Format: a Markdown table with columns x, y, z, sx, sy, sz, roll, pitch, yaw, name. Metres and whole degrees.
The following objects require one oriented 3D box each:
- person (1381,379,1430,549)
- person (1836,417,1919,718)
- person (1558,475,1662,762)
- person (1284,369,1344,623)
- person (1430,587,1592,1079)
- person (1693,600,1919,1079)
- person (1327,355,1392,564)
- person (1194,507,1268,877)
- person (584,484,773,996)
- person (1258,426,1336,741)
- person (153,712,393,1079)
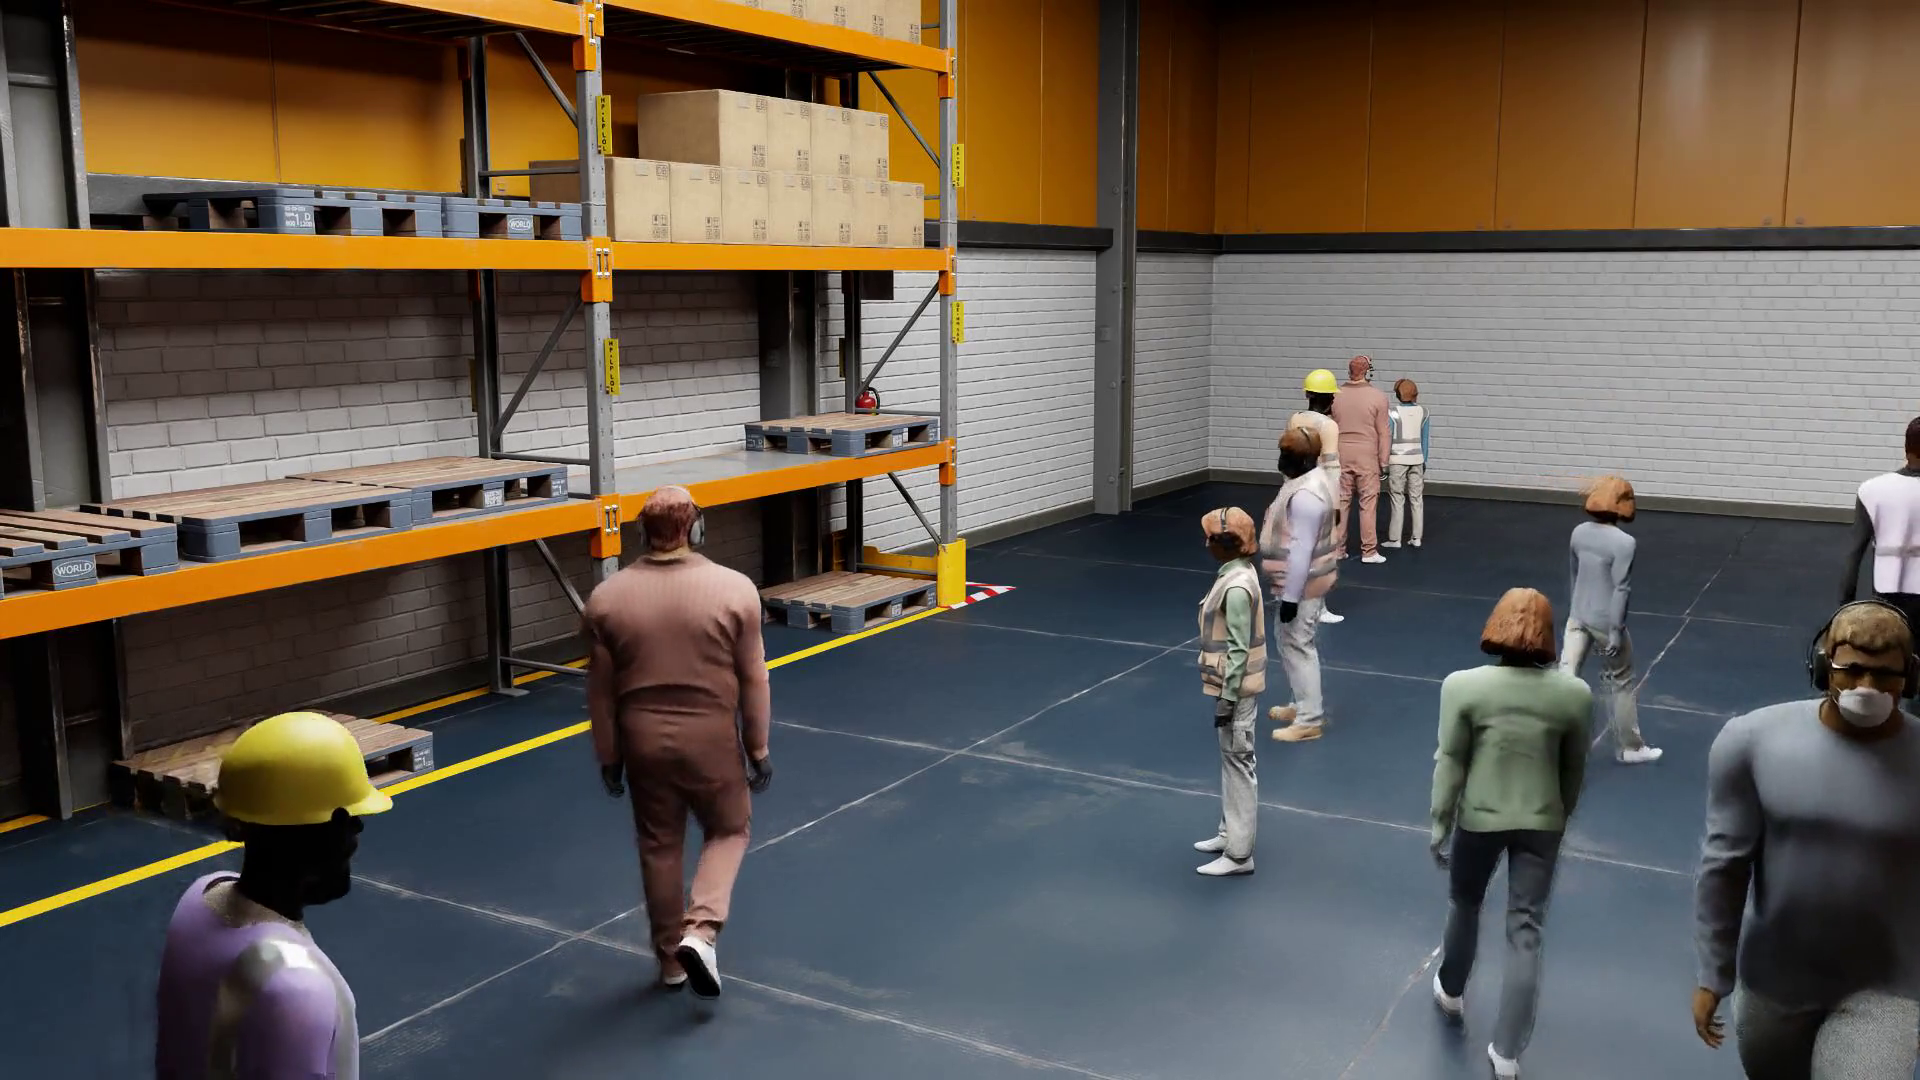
| x | y | z | sx | sy | sz | roll | pitch | yaw | name |
| --- | --- | --- | --- | --- | --- | --- | --- | --- | --- |
| 4.273 | -0.726 | 15.999 | 0.515 | 1.640 | 0.315 | -3 | 10 | -18 | person |
| 5.030 | 0.292 | 8.836 | 0.680 | 1.900 | 0.472 | 4 | 10 | 23 | person |
| 3.376 | 0.441 | 8.884 | 0.889 | 1.587 | 0.510 | -3 | 10 | -20 | person |
| 2.696 | -0.332 | 12.642 | 0.366 | 1.926 | 0.594 | -4 | 10 | -26 | person |
| 1.850 | 0.946 | 5.670 | 0.502 | 1.596 | 0.784 | 2 | 9 | 11 | person |
| 2.157 | 1.056 | 4.106 | 0.618 | 1.906 | 0.982 | 6 | 11 | 31 | person |
| 3.647 | -0.733 | 15.212 | 0.641 | 1.909 | 0.409 | 7 | 11 | 37 | person |
| 1.197 | 0.662 | 7.342 | 0.311 | 1.639 | 0.514 | 1 | 9 | 9 | person |
| -1.015 | 0.745 | 6.018 | 0.666 | 1.892 | 0.535 | 1 | 9 | 4 | person |
| 1.891 | 0.256 | 9.373 | 0.434 | 1.814 | 0.682 | 2 | 9 | 9 | person |
| -1.187 | 1.230 | 3.070 | 0.988 | 1.875 | 0.610 | -8 | 12 | -42 | person |
